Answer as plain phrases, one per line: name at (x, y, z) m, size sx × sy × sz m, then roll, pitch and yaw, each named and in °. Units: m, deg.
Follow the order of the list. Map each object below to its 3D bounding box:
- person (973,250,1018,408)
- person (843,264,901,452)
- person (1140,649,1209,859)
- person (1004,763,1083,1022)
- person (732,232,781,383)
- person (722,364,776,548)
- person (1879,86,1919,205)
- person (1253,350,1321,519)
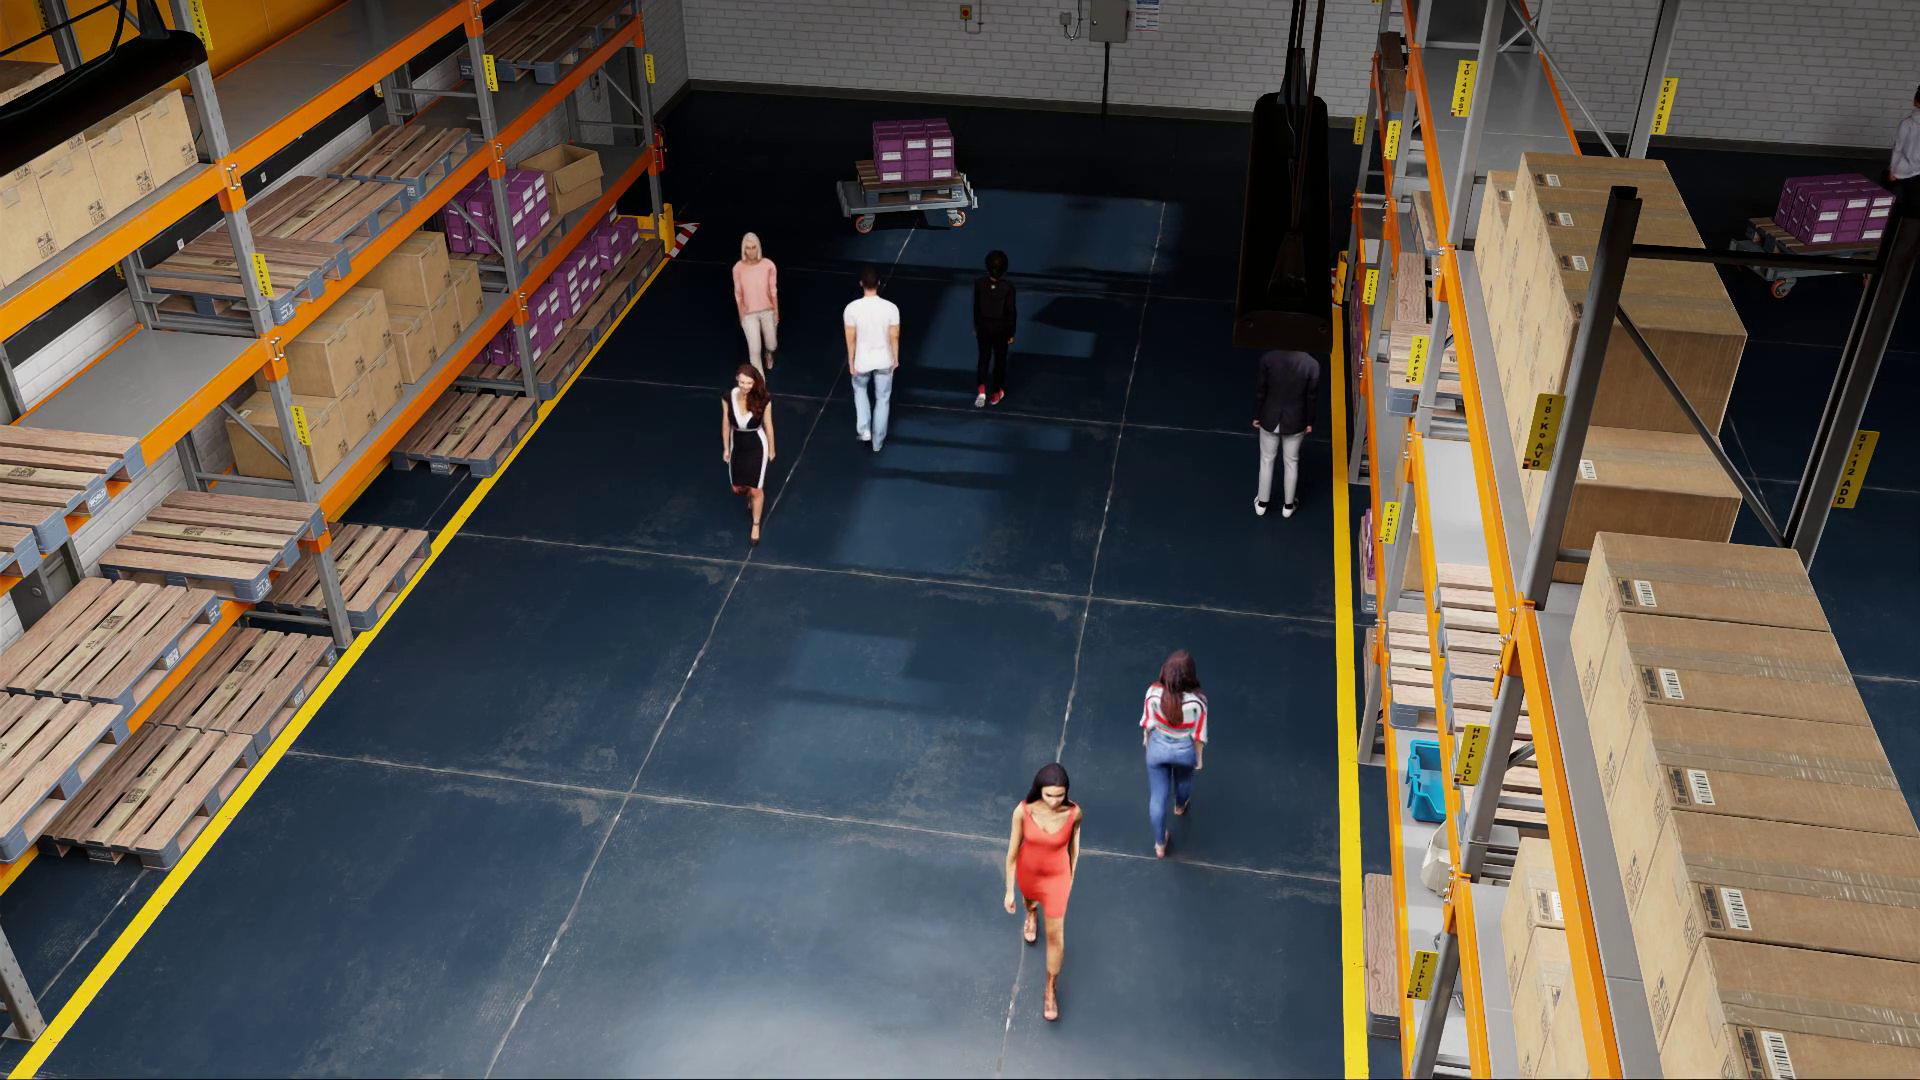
person at (0.310, -2.030, 16.290) m, size 0.625 × 1.666 × 0.843 m, roll 8°, pitch 34°, yaw 12°
person at (-0.815, -1.639, 15.540) m, size 0.727 × 1.844 × 0.700 m, roll -1°, pitch 34°, yaw -2°
person at (1.408, 1.459, 11.105) m, size 0.634 × 1.594 × 0.877 m, roll 7°, pitch 34°, yaw 11°
person at (0.493, 2.002, 10.215) m, size 0.704 × 1.676 × 1.164 m, roll 1°, pitch 34°, yaw 2°
person at (-2.025, -2.312, 16.671) m, size 0.767 × 1.713 × 0.980 m, roll -4°, pitch 34°, yaw -6°
person at (-1.811, -0.775, 14.303) m, size 0.661 × 1.775 × 0.837 m, roll 4°, pitch 34°, yaw 6°
person at (11.207, -4.338, 19.566) m, size 0.964 × 1.882 × 1.341 m, roll -5°, pitch 34°, yaw -8°
person at (2.847, -1.086, 14.615) m, size 0.719 × 1.948 × 0.618 m, roll 9°, pitch 35°, yaw 13°
